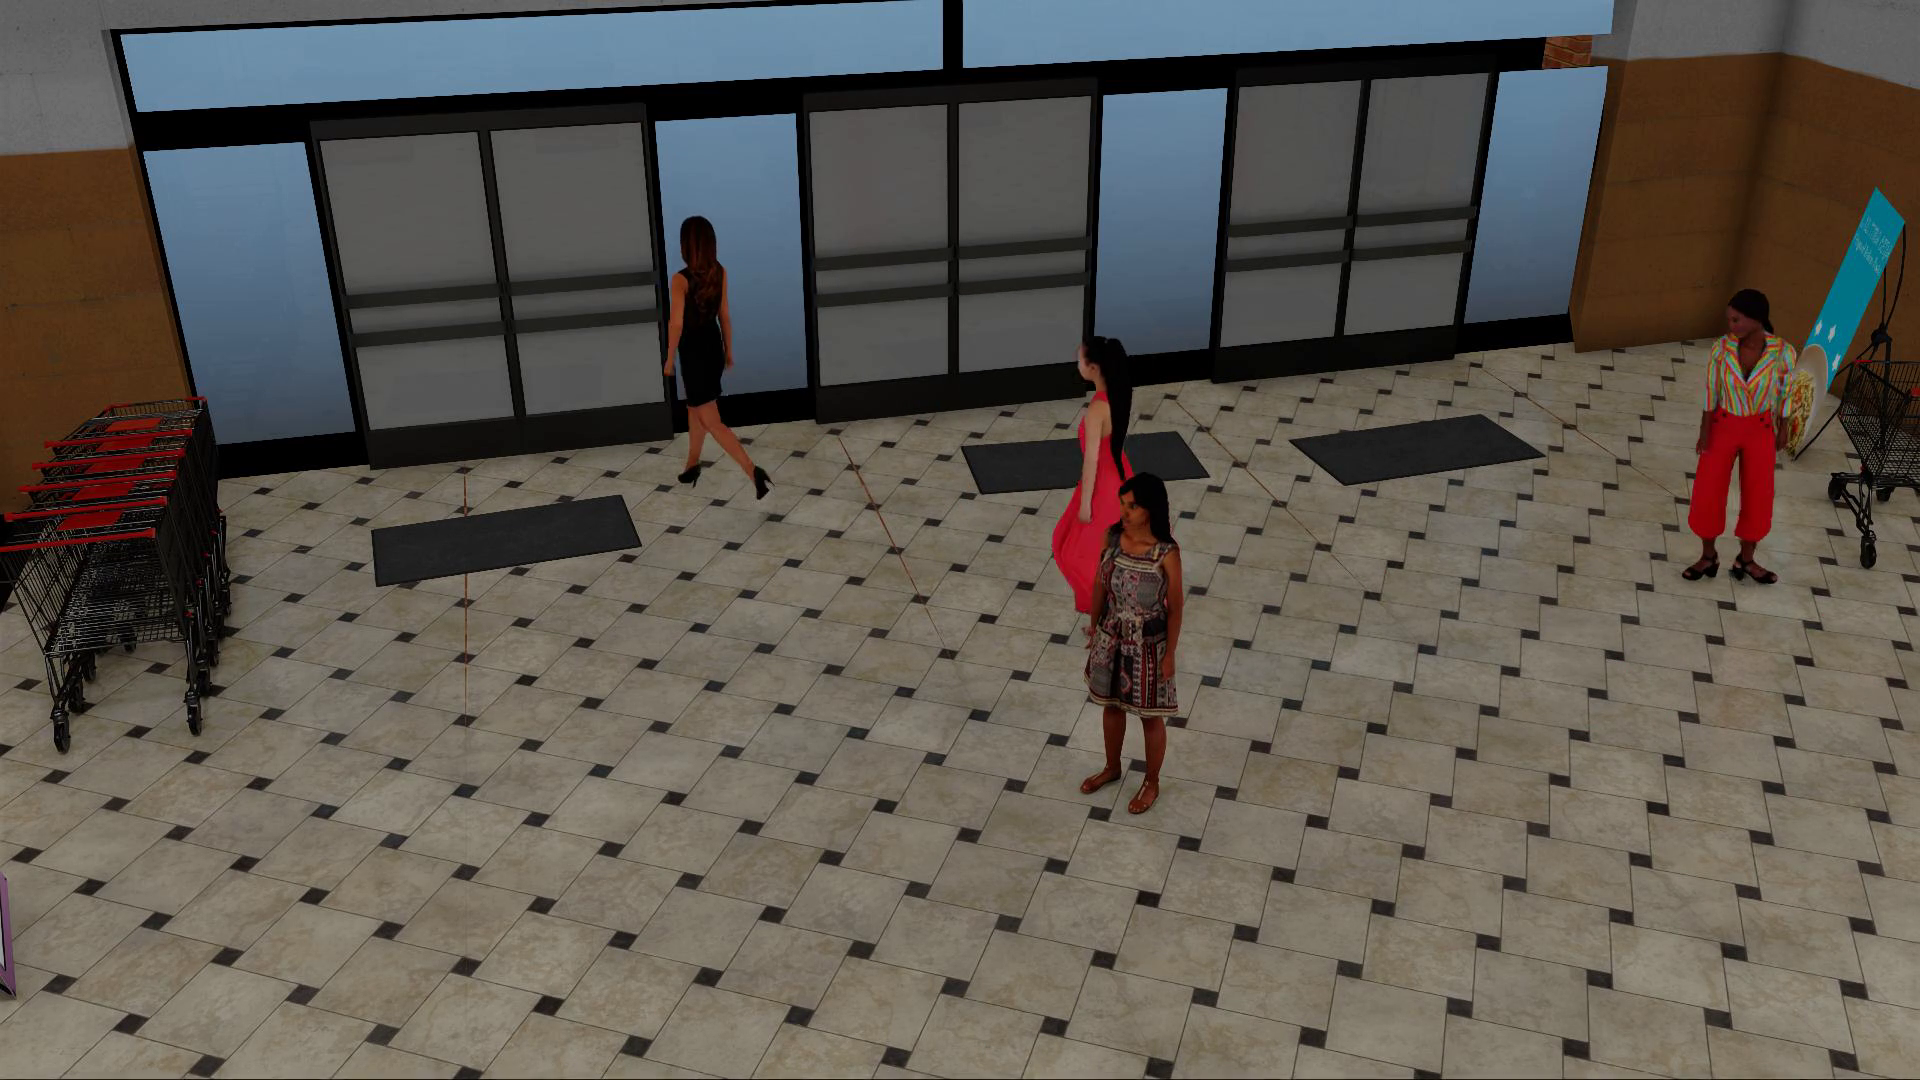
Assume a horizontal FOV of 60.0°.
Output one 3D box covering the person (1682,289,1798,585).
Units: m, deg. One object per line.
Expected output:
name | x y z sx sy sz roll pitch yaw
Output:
person | 4.372 -0.534 9.210 0.830 1.765 0.846 6 27 11

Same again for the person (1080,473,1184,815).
person | 0.786 0.450 7.401 0.676 1.645 0.783 21 33 35

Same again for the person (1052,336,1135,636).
person | 0.820 -0.215 8.639 0.891 1.712 0.829 16 31 28

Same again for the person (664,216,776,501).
person | -1.512 -1.031 10.147 1.150 1.803 1.016 18 32 31
